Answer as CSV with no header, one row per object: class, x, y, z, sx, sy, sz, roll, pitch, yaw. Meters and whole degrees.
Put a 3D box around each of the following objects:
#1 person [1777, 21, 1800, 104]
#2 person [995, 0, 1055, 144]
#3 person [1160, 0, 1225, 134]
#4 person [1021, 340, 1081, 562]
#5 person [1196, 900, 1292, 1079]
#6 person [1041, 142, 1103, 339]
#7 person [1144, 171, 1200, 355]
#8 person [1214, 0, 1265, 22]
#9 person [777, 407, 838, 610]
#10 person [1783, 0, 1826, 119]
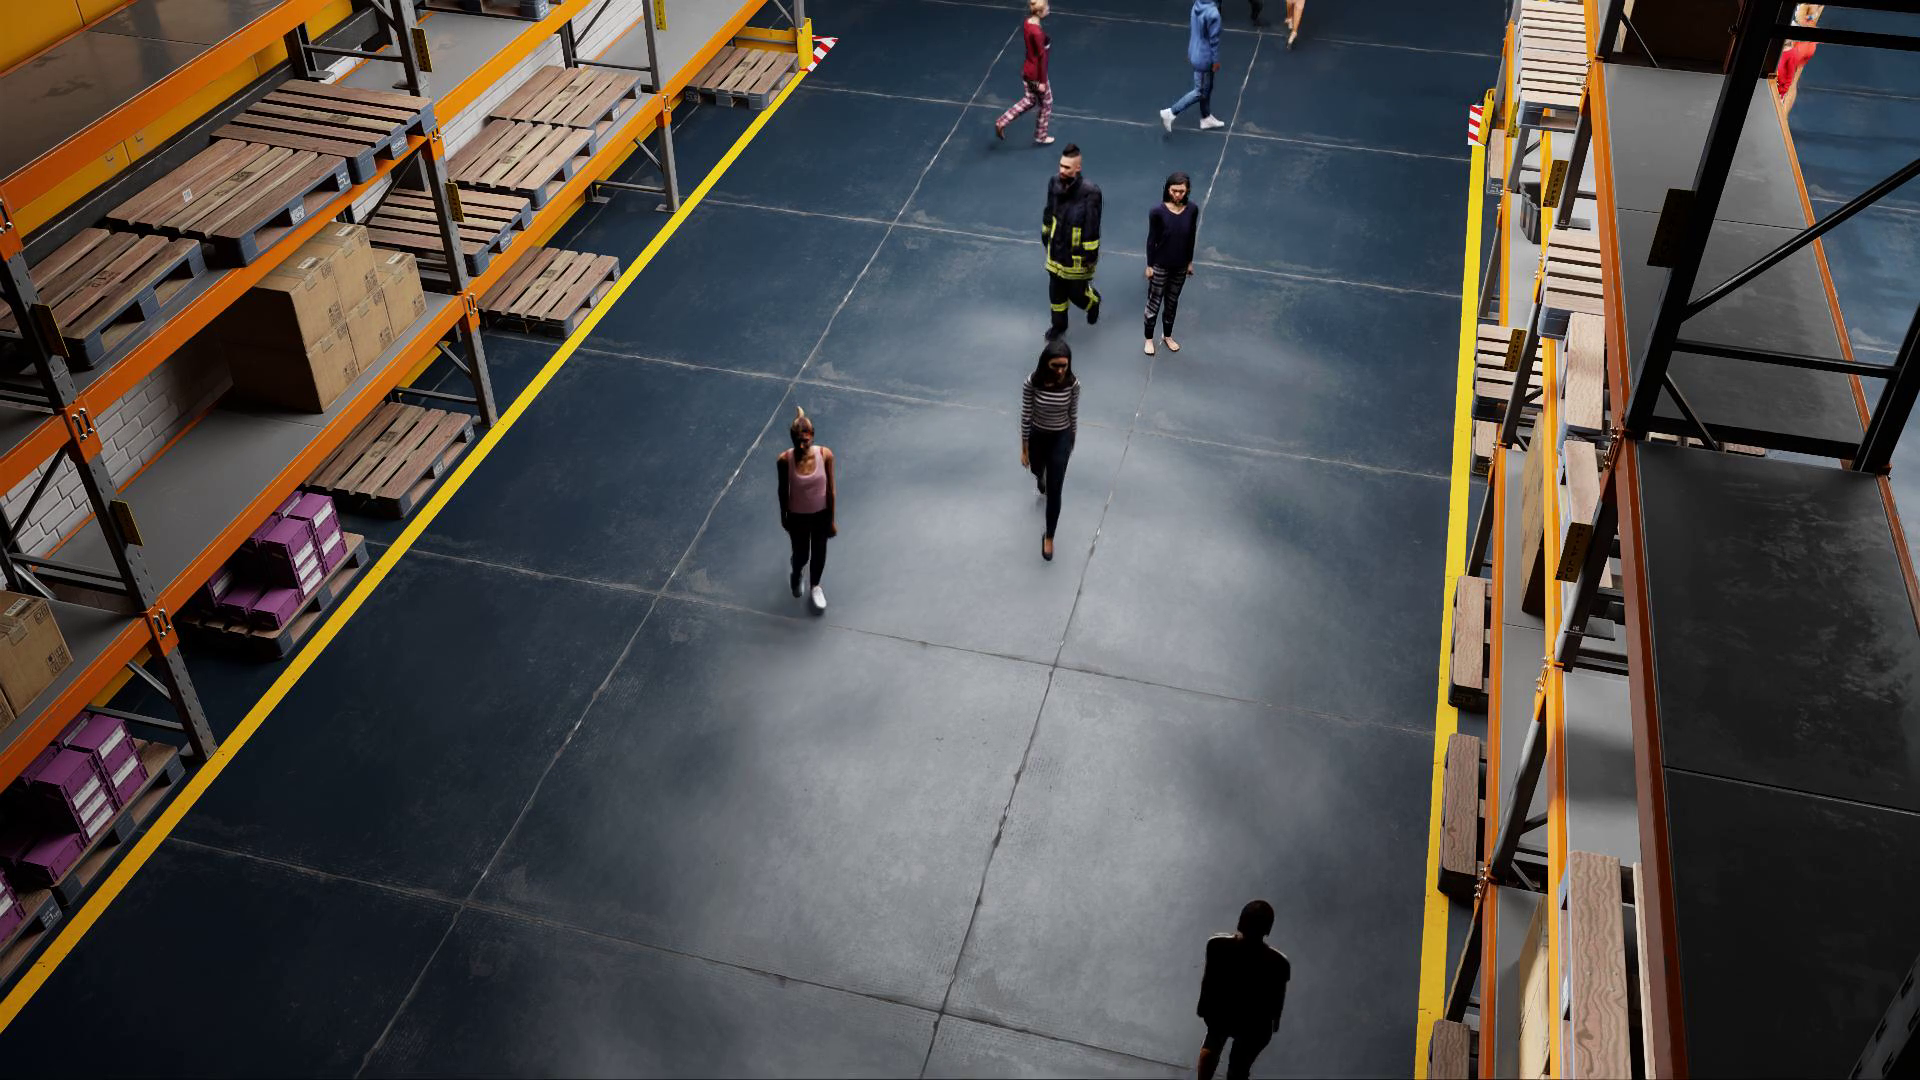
person,8.329,-4.543,17.191,0.692,1.695,0.648,-26,45,-28
person,0.730,-4.969,17.739,0.996,1.676,0.989,-13,40,-15
person,2.568,-5.229,17.975,1.013,1.789,1.092,-8,39,-10
person,0.643,-0.761,12.411,0.774,1.751,1.187,1,39,1
person,1.386,2.464,8.444,0.651,1.662,0.704,19,42,22
person,1.038,-2.647,14.693,0.921,1.850,0.988,25,45,28
person,1.827,-2.446,14.535,0.675,1.732,0.669,-8,39,-10
person,3.430,-7.211,20.553,0.854,1.668,1.038,21,43,24
person,-1.087,-0.255,11.867,0.690,1.640,0.751,-8,39,-9
person,9.175,-5.299,18.070,0.728,1.779,0.788,-20,43,-23
